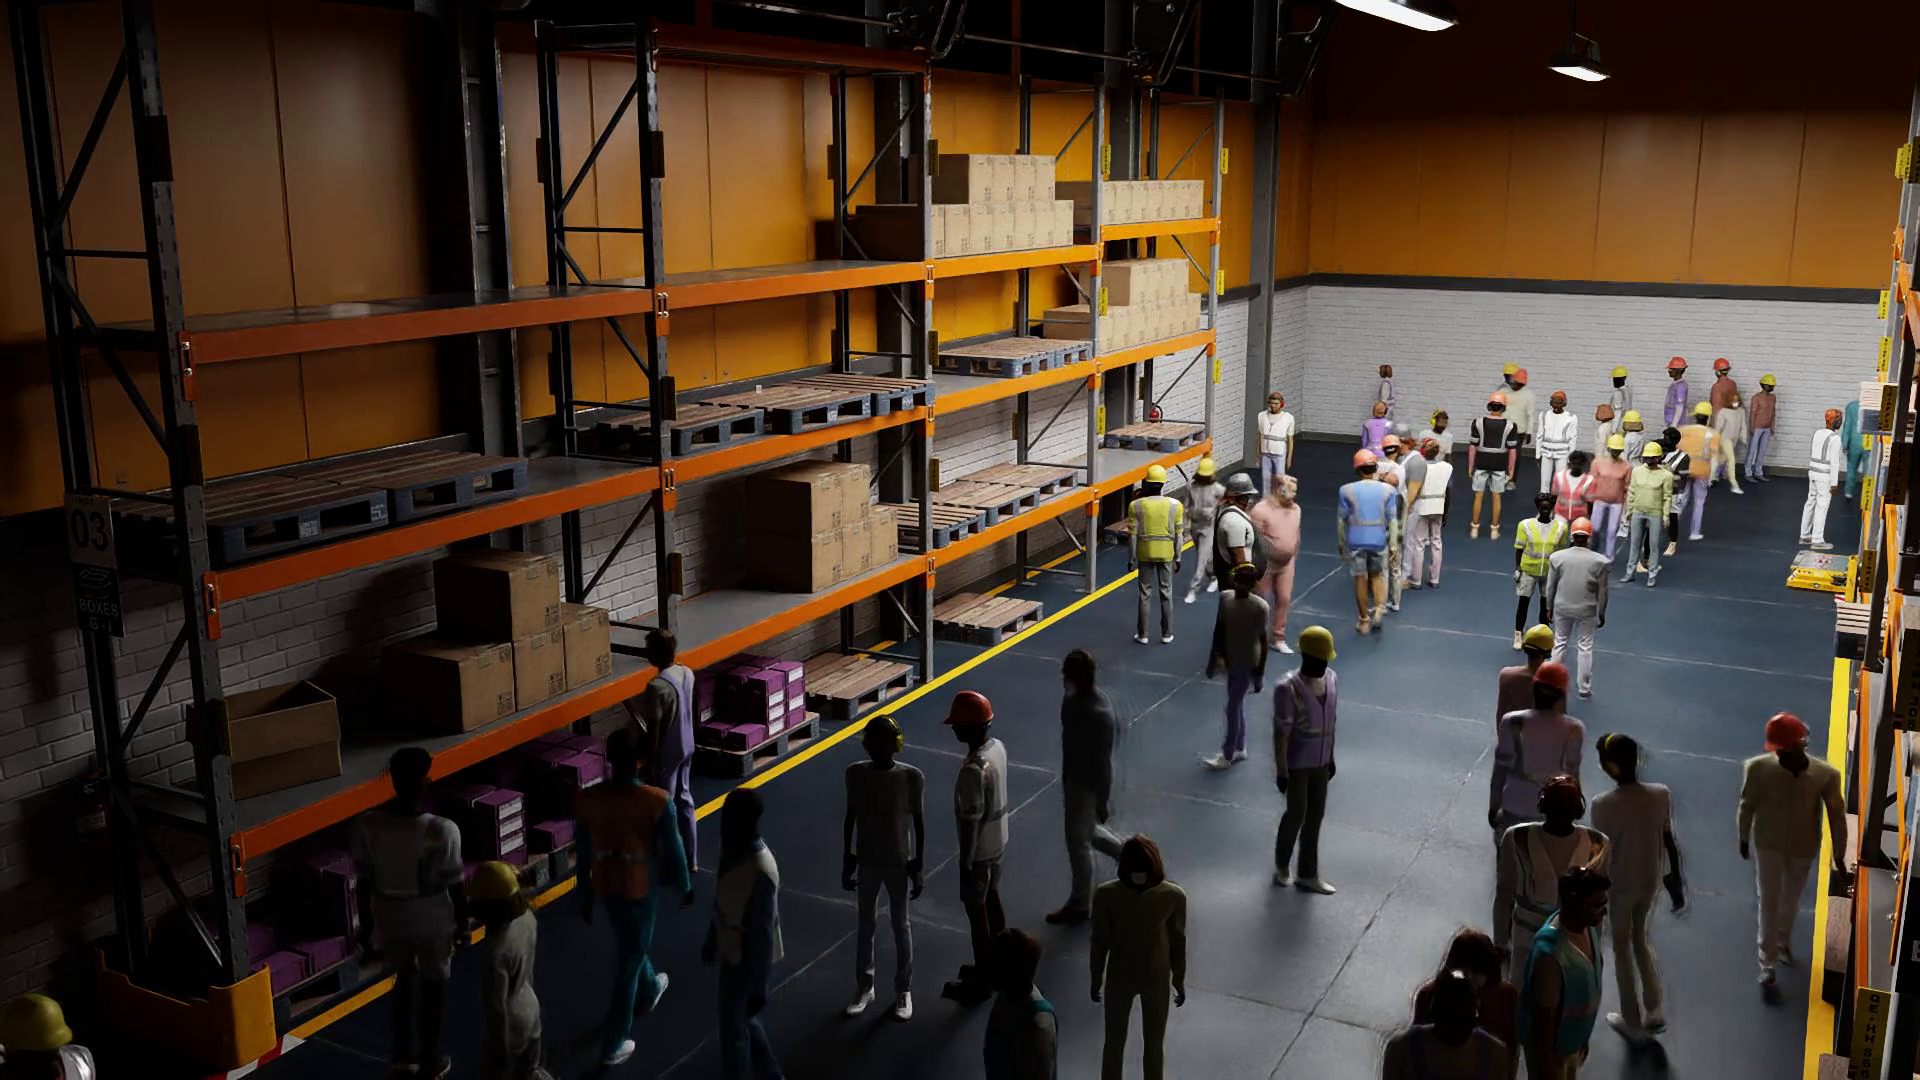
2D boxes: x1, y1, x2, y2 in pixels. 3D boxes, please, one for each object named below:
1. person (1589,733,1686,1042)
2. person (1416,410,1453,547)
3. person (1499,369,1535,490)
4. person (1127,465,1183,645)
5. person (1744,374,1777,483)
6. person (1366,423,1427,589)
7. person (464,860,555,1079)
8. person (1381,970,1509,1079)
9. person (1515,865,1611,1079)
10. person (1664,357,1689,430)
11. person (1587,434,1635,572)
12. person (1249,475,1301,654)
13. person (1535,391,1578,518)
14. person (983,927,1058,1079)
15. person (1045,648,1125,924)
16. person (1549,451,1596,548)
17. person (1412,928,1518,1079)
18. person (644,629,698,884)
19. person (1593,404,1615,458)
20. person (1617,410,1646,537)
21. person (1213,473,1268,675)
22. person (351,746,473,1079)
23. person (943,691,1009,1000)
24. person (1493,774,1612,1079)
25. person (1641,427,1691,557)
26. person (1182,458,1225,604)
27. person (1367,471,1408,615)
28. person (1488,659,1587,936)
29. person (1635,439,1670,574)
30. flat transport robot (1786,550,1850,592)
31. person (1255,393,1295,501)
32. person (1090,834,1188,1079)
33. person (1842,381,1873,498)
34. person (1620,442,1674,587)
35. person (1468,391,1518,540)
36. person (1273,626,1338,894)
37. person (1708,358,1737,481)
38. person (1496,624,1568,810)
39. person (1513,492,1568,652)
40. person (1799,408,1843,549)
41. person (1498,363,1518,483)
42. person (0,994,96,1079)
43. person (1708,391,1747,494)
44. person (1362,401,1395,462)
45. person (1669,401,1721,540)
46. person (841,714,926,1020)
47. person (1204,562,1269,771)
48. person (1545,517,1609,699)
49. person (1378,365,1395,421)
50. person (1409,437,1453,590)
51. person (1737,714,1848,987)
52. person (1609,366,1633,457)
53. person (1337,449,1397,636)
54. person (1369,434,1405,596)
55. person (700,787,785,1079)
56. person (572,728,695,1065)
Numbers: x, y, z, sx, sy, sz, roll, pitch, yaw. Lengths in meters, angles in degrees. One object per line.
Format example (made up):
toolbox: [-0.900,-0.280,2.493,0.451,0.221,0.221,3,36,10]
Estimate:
person: [3.868,2.002,9.597,0.611,1.835,0.419,-2,13,-11]
person: [6.349,-0.817,22.249,0.534,1.823,0.929,-2,13,-11]
person: [8.665,-1.725,26.031,0.636,1.947,0.599,7,15,30]
person: [2.063,0.160,17.645,0.585,1.929,0.370,0,13,0]
person: [12.935,-1.802,26.810,0.524,1.762,0.340,-5,14,-23]
person: [5.190,-0.406,19.927,0.663,2.000,0.708,-7,14,-28]
person: [-2.146,2.378,8.180,0.660,1.719,0.492,2,13,11]
person: [1.995,2.643,6.779,0.545,1.813,0.837,-1,13,-3]
person: [2.810,2.391,7.879,0.388,1.837,0.560,8,15,33]
person: [11.440,-1.918,26.690,0.373,2.044,0.606,4,13,17]
person: [8.122,-0.467,20.815,0.566,1.755,0.400,5,13,19]
person: [3.256,0.224,17.500,0.660,1.876,0.741,-5,14,-23]
person: [8.547,-1.209,23.893,0.575,1.880,0.351,10,16,39]
person: [0.252,2.533,7.214,0.328,1.842,0.514,-4,13,-17]
person: [0.947,1.623,11.161,0.729,1.909,0.670,-3,13,-15]
person: [7.422,-0.275,20.208,0.543,1.637,0.906,6,14,24]
person: [2.309,2.525,7.777,0.498,1.613,0.504,-2,13,-8]
person: [-2.059,1.520,11.771,0.353,1.837,0.511,6,14,24]
person: [9.368,-1.178,24.301,0.285,1.633,0.500,8,15,32]
person: [9.211,-0.919,22.913,0.485,1.737,0.321,-9,16,-35]
person: [2.800,0.327,16.643,0.537,2.000,0.682,-1,13,-3]
person: [-2.971,2.059,9.094,0.632,1.943,0.433,2,13,7]
person: [0.091,1.844,10.115,0.386,1.929,0.543,4,13,19]
person: [3.141,2.140,8.882,0.583,1.882,0.337,2,13,9]
person: [9.239,-0.634,21.731,0.321,1.693,0.530,-8,15,-33]
person: [2.885,-0.157,19.561,0.492,1.701,0.865,9,15,34]
person: [4.855,0.043,18.870,0.541,1.633,0.360,-7,14,-29]
person: [3.723,1.715,10.759,0.568,1.899,0.519,2,13,9]
person: [8.666,-0.431,20.814,0.530,1.697,0.322,-8,15,-31]
flat transport robot: [10.604,0.372,20.437,0.652,0.197,1.431,8,15,31]
person: [4.553,-1.225,24.064,0.560,1.836,0.394,9,15,34]
person: [0.929,2.309,8.689,0.509,1.632,0.268,1,13,3]
person: [13.676,-1.468,25.125,0.644,1.855,1.012,6,14,26]
person: [8.326,-0.315,20.137,0.523,1.769,0.322,11,17,41]
person: [7.246,-1.010,22.666,0.612,2.030,0.403,4,13,17]
person: [2.409,1.518,11.601,0.603,1.916,0.534,-9,15,-34]
person: [12.292,-1.948,26.946,0.610,1.989,0.392,-10,16,-37]
person: [4.161,1.476,12.119,0.524,1.770,0.315,10,16,39]
person: [6.059,0.333,17.395,0.531,1.697,0.320,2,13,9]
person: [11.502,-0.819,22.160,0.354,1.876,0.574,-1,13,-3]
person: [8.825,-1.901,26.869,0.359,1.930,0.587,5,13,20]
person: [-3.653,2.664,6.674,0.403,1.825,0.593,5,14,23]
person: [12.033,-1.567,26.133,0.498,1.591,0.826,-5,14,-23]
person: [6.165,-1.228,24.509,0.514,1.642,0.310,8,15,32]
person: [9.972,-0.930,22.578,0.521,1.915,0.602,-11,17,-41]
person: [-0.456,1.930,9.856,0.514,1.872,0.328,2,13,9]
person: [2.288,1.049,13.908,0.584,1.830,0.597,-8,15,-32]
person: [5.892,0.643,15.902,0.569,1.744,0.350,8,15,31]
person: [7.465,-2.260,29.164,0.319,1.631,0.514,5,13,20]
person: [5.603,-0.310,19.929,0.565,1.849,0.389,-3,13,-13]
person: [5.137,1.914,10.287,0.583,1.693,0.843,4,13,17]
person: [10.460,-1.809,26.468,0.382,1.923,0.593,10,16,38]
person: [4.396,0.024,18.058,0.621,2.013,0.553,0,13,0]
person: [5.085,-0.296,19.780,0.501,1.889,0.639,-6,14,-24]
person: [-1.171,2.183,8.717,0.496,1.930,0.637,-5,13,-21]
person: [-1.887,1.992,9.595,0.607,1.862,1.016,3,13,13]
